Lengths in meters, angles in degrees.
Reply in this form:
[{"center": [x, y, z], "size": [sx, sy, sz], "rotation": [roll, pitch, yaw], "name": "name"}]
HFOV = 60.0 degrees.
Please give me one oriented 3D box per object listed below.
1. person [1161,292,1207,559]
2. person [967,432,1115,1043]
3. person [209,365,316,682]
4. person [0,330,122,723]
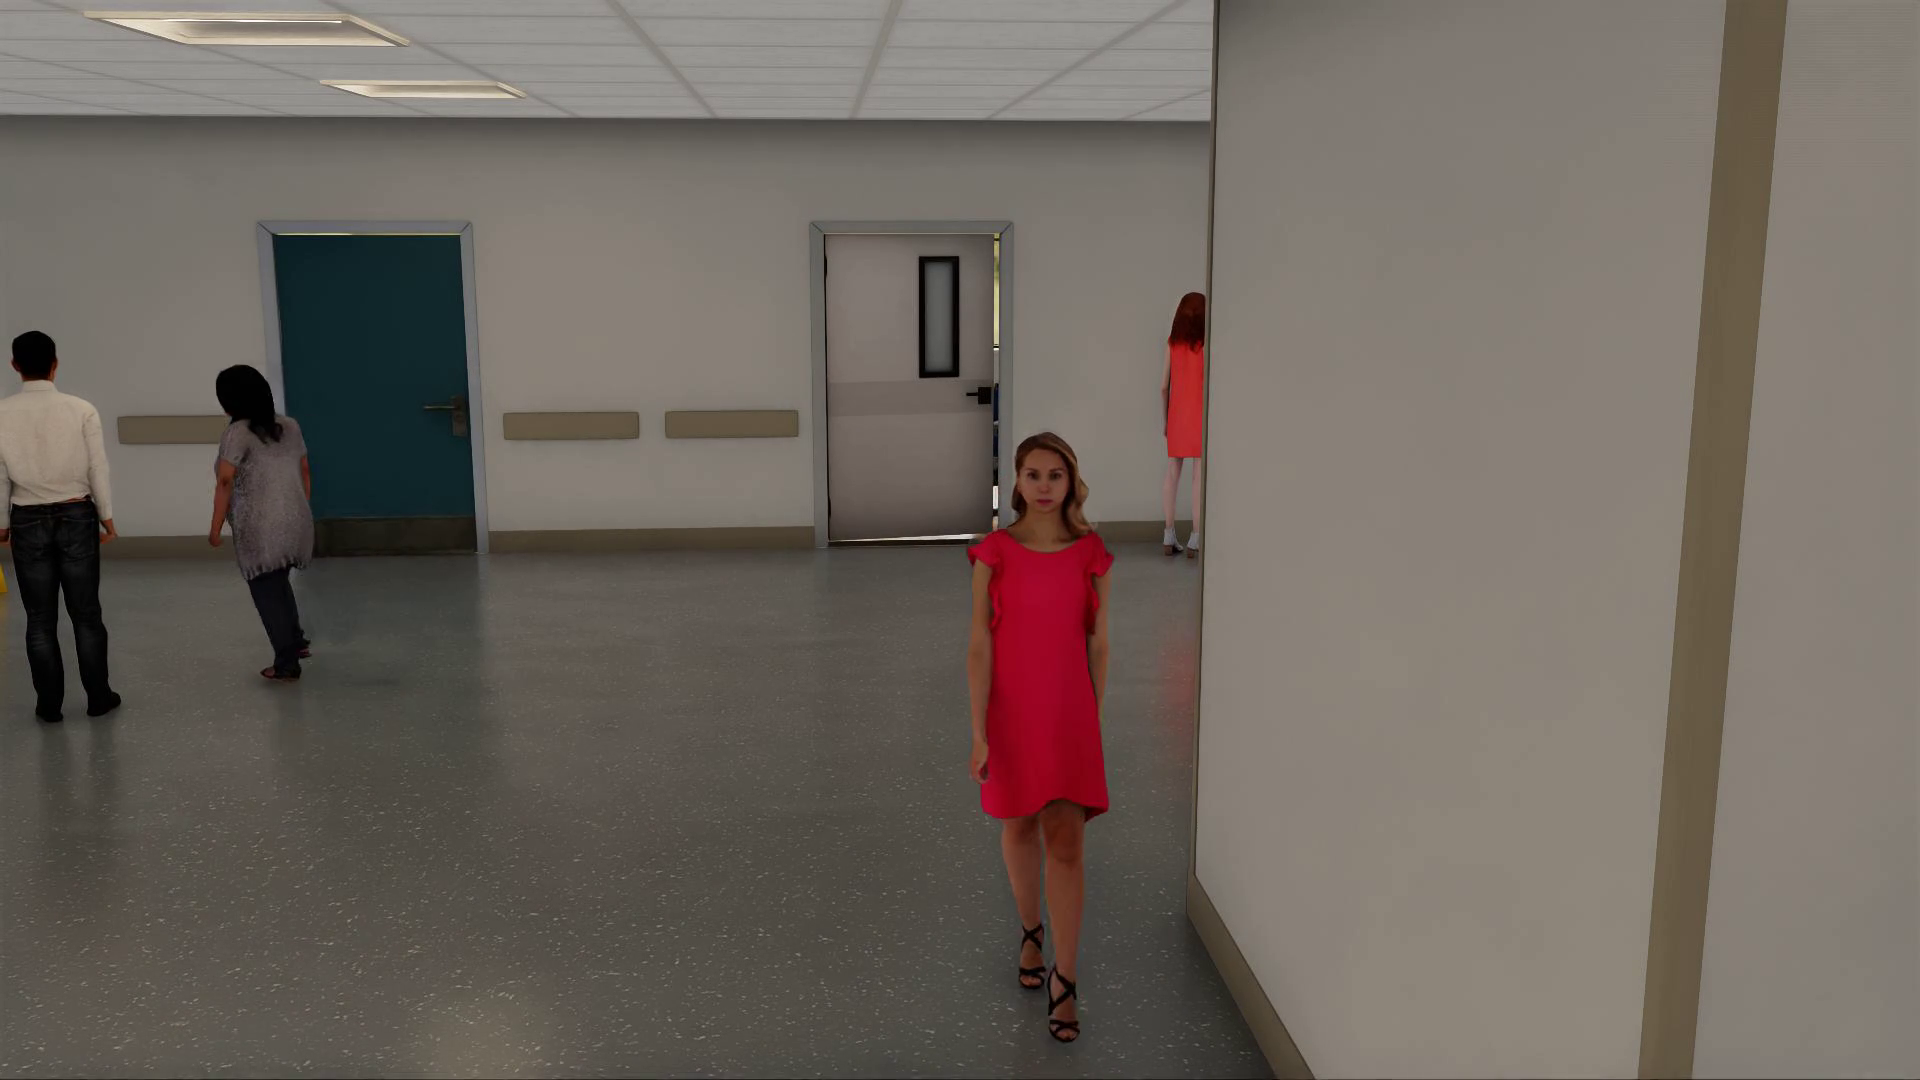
[{"center": [1.588, -0.796, 11.526], "size": [0.677, 1.826, 0.724], "rotation": [10, 15, 42], "name": "person"}, {"center": [0.228, 0.523, 4.896], "size": [0.776, 1.707, 0.690], "rotation": [1, 11, 4], "name": "person"}, {"center": [-3.422, -0.075, 8.373], "size": [0.818, 1.586, 0.777], "rotation": [4, 12, 22], "name": "person"}, {"center": [-4.206, -0.064, 7.718], "size": [0.621, 1.808, 0.784], "rotation": [-5, 12, -24], "name": "person"}]
